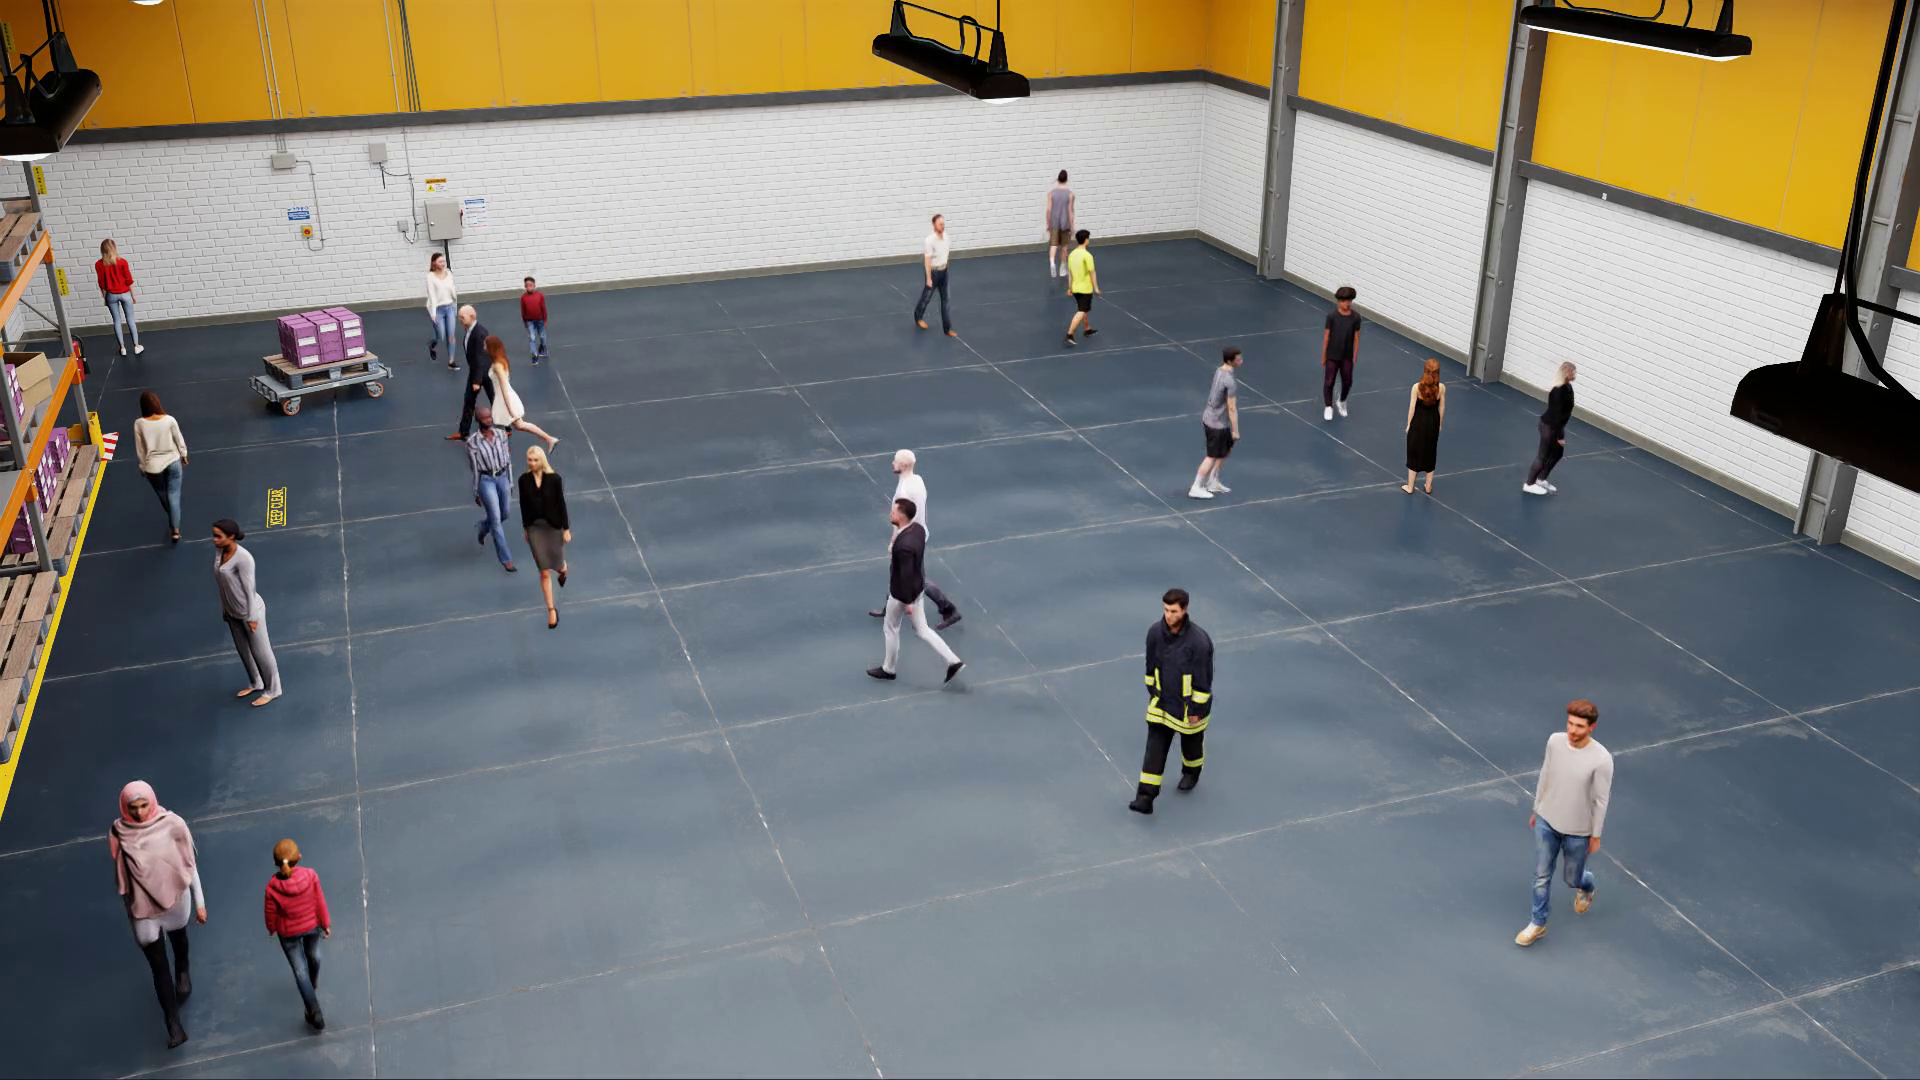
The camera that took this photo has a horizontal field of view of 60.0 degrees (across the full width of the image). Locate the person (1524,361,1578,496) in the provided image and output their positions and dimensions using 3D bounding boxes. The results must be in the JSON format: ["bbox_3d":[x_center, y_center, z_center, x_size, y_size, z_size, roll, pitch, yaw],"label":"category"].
[{"bbox_3d":[6.740,-1.279,19.099,0.837,1.649,0.781,7,24,15],"label":"person"}]

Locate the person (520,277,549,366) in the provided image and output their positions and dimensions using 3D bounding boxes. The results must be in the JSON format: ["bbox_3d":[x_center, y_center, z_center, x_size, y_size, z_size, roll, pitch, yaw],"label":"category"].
[{"bbox_3d":[-6.130,-3.193,23.995,0.563,1.235,0.846,-4,24,-9],"label":"person"}]

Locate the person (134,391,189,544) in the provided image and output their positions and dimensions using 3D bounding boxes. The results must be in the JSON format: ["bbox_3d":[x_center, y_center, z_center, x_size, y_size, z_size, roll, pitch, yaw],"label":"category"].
[{"bbox_3d":[-8.579,-0.754,17.913,0.629,1.638,1.028,-8,25,-18],"label":"person"}]

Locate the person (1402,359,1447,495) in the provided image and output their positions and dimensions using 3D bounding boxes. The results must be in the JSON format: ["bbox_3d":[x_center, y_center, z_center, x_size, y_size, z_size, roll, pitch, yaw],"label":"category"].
[{"bbox_3d":[5.370,-1.315,19.213,0.638,1.625,0.662,-1,24,-1],"label":"person"}]

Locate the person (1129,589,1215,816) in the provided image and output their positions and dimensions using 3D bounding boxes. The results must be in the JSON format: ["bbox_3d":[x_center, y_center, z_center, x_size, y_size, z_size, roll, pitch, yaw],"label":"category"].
[{"bbox_3d":[1.774,1.222,13.110,1.274,1.864,1.290,13,27,27],"label":"person"}]

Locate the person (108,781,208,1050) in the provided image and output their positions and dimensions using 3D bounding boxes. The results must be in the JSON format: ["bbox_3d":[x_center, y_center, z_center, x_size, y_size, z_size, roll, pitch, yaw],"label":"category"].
[{"bbox_3d":[-5.161,2.316,10.752,0.688,1.749,1.207,-10,26,-22],"label":"person"}]

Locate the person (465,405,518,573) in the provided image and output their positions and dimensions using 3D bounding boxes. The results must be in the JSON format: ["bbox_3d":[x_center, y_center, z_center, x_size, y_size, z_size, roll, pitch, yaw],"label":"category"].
[{"bbox_3d":[-4.905,-0.554,17.285,1.101,1.775,0.927,20,31,38],"label":"person"}]

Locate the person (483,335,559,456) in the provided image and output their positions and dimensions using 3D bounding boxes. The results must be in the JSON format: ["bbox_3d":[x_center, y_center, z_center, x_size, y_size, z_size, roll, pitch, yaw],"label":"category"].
[{"bbox_3d":[-5.331,-1.629,19.873,0.816,1.671,1.077,-1,24,-3],"label":"person"}]

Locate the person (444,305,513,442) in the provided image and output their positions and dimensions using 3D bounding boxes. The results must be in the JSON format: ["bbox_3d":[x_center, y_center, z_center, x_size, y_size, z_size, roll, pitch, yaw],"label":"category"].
[{"bbox_3d":[-5.899,-2.084,20.799,1.012,1.762,1.120,-21,31,-40],"label":"person"}]

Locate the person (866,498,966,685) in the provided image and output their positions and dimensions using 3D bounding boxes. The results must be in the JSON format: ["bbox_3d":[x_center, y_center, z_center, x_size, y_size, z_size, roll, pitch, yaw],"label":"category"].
[{"bbox_3d":[-0.374,0.487,14.853,1.181,1.815,1.172,9,25,19],"label":"person"}]

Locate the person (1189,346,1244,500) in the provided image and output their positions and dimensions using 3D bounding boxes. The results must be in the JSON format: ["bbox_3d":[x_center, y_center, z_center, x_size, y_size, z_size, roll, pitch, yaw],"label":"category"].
[{"bbox_3d":[2.865,-1.343,19.006,0.848,1.842,0.806,-5,24,-10],"label":"person"}]

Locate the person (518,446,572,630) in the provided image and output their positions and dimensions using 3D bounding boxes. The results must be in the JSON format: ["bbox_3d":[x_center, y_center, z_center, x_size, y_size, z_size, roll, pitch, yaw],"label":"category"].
[{"bbox_3d":[-3.980,-0.069,16.115,0.822,1.823,1.080,0,24,-1],"label":"person"}]

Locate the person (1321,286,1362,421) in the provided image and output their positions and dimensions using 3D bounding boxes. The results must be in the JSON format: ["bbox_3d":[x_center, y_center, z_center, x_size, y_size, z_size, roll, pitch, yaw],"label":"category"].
[{"bbox_3d":[4.928,-2.455,21.641,0.735,1.768,0.760,3,24,7],"label":"person"}]

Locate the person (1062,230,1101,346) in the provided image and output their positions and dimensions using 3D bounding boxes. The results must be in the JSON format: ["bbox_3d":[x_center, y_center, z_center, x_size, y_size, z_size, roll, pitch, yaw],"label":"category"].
[{"bbox_3d":[1.781,-3.722,24.650,0.877,1.681,1.065,-16,28,-32],"label":"person"}]

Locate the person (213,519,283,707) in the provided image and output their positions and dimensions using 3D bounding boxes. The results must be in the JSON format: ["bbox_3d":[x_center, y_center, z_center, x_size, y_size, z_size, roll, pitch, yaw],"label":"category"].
[{"bbox_3d":[-6.315,0.607,14.680,0.674,1.732,0.768,15,28,30],"label":"person"}]

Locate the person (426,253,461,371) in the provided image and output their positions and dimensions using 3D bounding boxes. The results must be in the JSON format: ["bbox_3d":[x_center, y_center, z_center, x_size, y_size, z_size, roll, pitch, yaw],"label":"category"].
[{"bbox_3d":[-7.369,-3.232,23.533,0.930,1.678,0.815,20,31,39],"label":"person"}]

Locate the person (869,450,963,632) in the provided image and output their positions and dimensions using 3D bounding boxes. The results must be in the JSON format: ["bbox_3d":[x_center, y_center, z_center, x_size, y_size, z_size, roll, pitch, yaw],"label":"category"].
[{"bbox_3d":[-0.378,0.025,15.919,1.098,1.807,1.219,3,24,7],"label":"person"}]

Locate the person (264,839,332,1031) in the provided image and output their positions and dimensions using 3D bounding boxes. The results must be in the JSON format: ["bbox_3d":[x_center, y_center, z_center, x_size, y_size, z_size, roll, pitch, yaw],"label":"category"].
[{"bbox_3d":[-4.259,2.566,10.758,0.671,1.286,0.936,-16,28,-33],"label":"person"}]

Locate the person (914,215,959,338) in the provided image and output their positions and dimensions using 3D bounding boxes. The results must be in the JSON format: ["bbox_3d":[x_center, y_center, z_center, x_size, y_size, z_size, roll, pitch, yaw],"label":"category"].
[{"bbox_3d":[-0.431,-4.014,25.160,0.962,1.807,1.339,-18,29,-35],"label":"person"}]

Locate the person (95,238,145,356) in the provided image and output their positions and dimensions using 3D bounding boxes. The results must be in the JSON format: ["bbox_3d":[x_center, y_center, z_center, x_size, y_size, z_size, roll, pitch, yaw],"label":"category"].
[{"bbox_3d":[-12.249,-3.541,24.206,0.614,1.704,0.494,-9,25,-19],"label":"person"}]

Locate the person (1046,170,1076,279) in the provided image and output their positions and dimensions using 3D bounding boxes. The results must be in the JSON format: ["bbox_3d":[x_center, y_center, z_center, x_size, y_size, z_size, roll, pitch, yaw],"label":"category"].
[{"bbox_3d":[1.671,-5.264,27.883,0.947,1.828,1.136,4,24,10],"label":"person"}]

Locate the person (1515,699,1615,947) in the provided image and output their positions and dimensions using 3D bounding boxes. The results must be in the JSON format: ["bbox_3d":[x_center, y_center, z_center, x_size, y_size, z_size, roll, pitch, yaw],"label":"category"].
[{"bbox_3d":[4.222,1.922,11.481,0.949,1.886,1.023,-20,30,-38],"label":"person"}]
